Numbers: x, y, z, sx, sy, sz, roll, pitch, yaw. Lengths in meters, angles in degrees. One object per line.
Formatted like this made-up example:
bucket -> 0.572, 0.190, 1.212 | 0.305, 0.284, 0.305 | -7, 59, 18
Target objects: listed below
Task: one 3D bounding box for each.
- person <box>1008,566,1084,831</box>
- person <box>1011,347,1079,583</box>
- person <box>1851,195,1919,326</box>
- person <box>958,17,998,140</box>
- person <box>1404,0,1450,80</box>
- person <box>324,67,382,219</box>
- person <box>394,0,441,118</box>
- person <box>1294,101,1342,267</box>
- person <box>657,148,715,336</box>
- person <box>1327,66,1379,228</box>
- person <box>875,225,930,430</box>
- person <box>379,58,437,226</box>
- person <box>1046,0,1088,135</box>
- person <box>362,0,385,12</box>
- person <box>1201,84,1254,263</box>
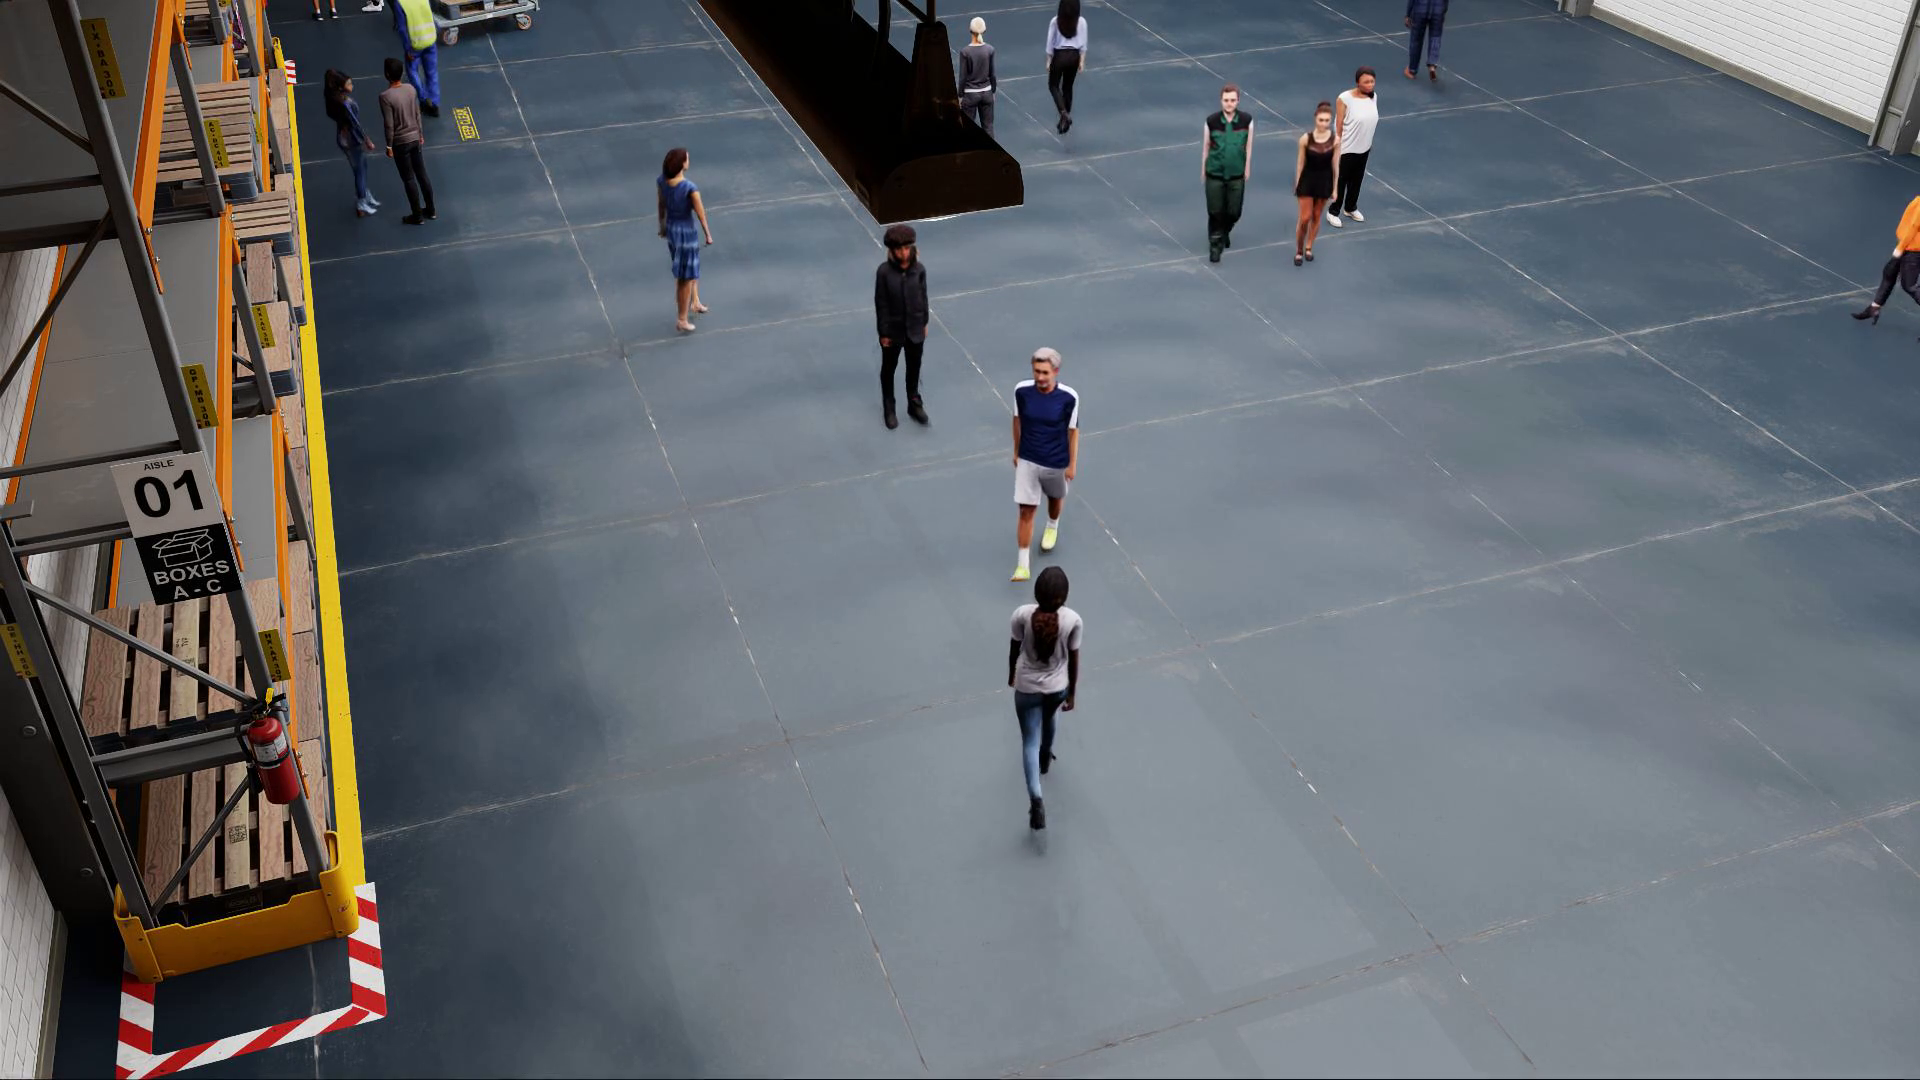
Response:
person -> 0.490, 0.954, 9.922 | 0.795, 1.677, 1.199 | -2, 34, -3
person -> 0.640, -0.626, 12.202 | 1.056, 1.784, 1.240 | 7, 34, 11
person -> 8.890, -2.665, 15.328 | 1.171, 1.719, 0.956 | 25, 41, 33
person -> 0.200, -5.104, 18.990 | 0.612, 1.726, 0.527 | -9, 35, -13
person -> 6.092, -6.834, 21.519 | 0.854, 1.809, 0.956 | -1, 34, -2
person -> -6.536, -4.232, 17.774 | 0.705, 1.621, 0.604 | -24, 40, -31
person -> -6.588, -6.075, 20.383 | 0.754, 1.802, 0.750 | -25, 41, -32
person -> 3.595, -3.634, 16.837 | 0.665, 1.663, 0.728 | 0, 34, -1
person -> -2.611, -2.710, 15.337 | 0.920, 1.784, 0.957 | 21, 39, 29
person -> 4.192, -4.201, 17.668 | 0.675, 1.687, 0.636 | -15, 37, -22
person -> -0.488, -1.813, 13.992 | 0.612, 1.779, 0.576 | -12, 35, -17
person -> -5.877, -4.227, 17.634 | 0.737, 1.767, 0.714 | 28, 42, 35
person -> 1.266, -5.634, 19.781 | 0.706, 1.734, 0.876 | -7, 34, -11
person -> -8.695, -8.684, 24.293 | 0.843, 1.818, 0.655 | -1, 34, -2
person -> 2.686, -3.738, 16.839 | 0.804, 1.833, 0.880 | 2, 34, 3
